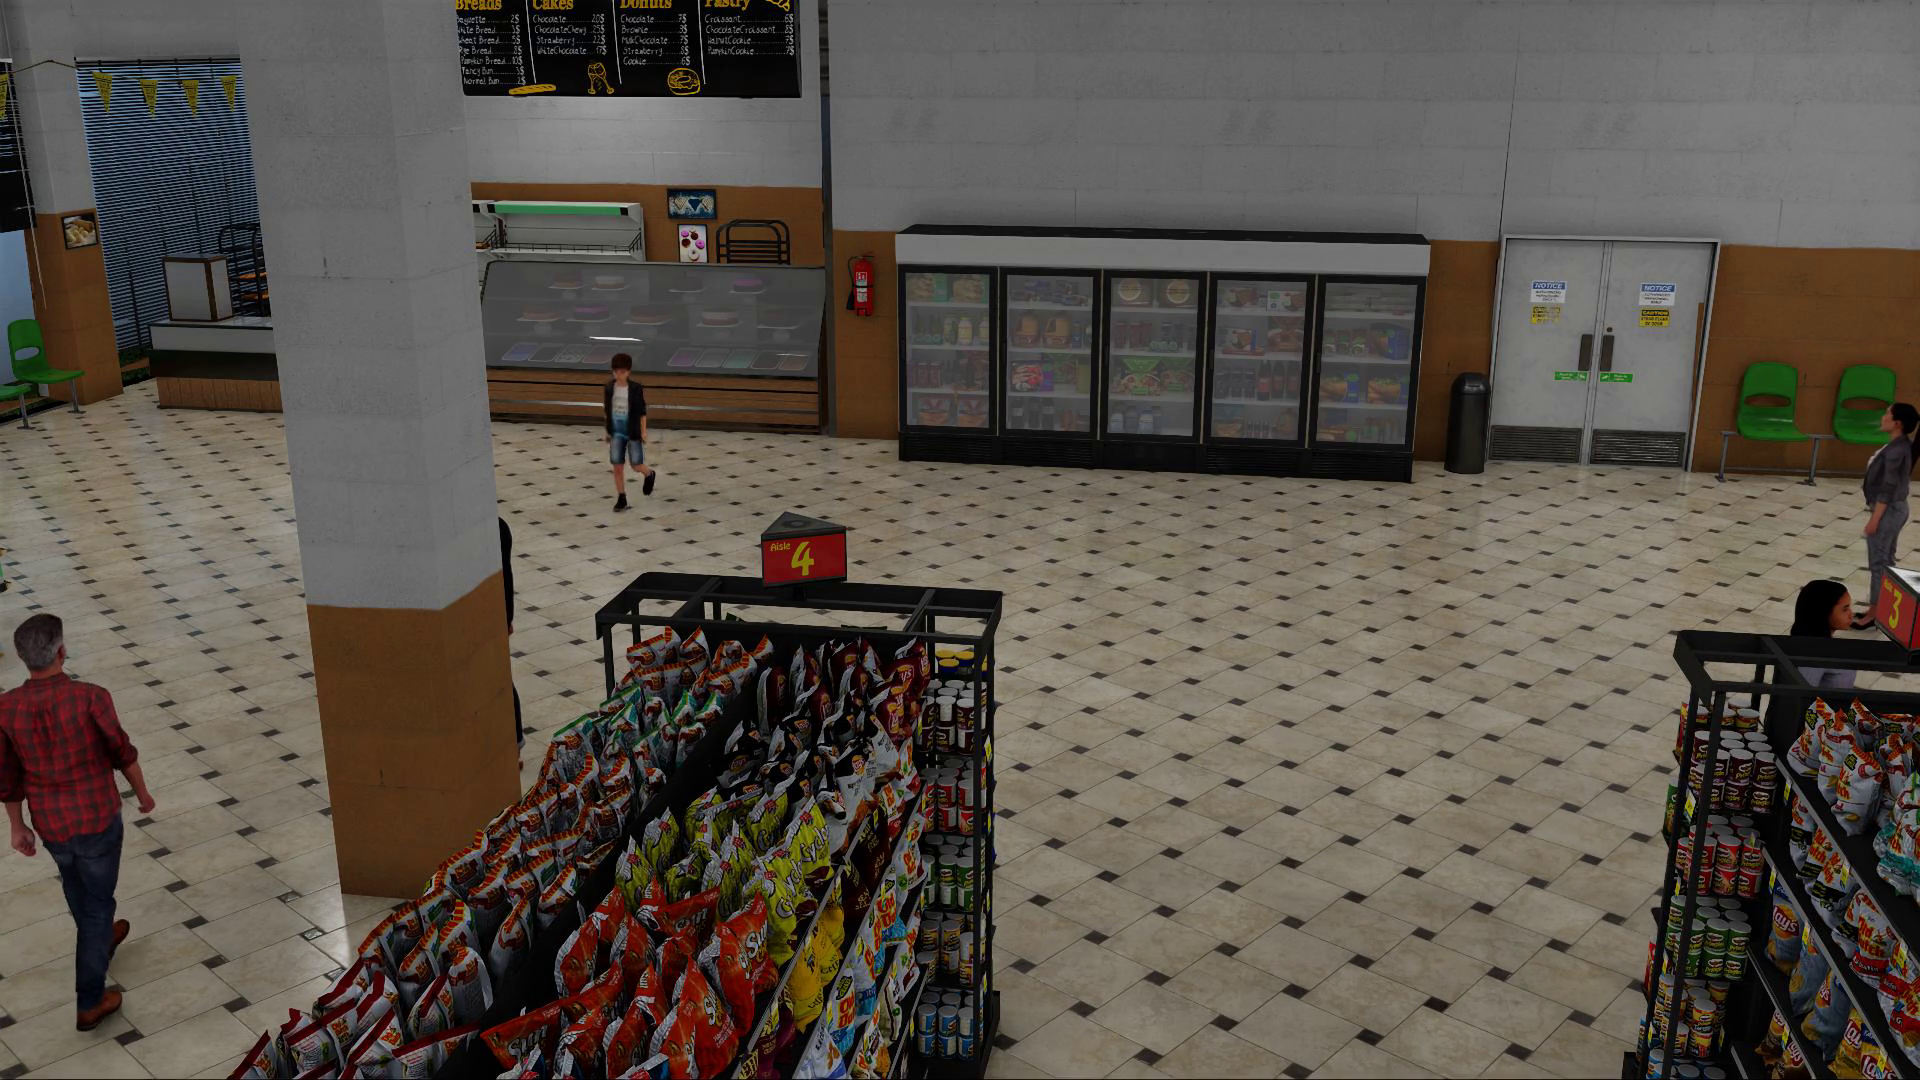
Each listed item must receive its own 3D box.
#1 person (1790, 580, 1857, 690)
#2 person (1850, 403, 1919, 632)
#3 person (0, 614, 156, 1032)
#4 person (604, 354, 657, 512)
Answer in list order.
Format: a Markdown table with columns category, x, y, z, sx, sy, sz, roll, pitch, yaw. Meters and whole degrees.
| category | x | y | z | sx | sy | sz | roll | pitch | yaw |
| --- | --- | --- | --- | --- | --- | --- | --- | --- | --- |
| person | 4.051 | 1.023 | 8.001 | 0.736 | 1.736 | 0.595 | 10 | 20 | 31 |
| person | 6.707 | -0.170 | 12.032 | 0.782 | 1.678 | 0.688 | 14 | 22 | 38 |
| person | -3.841 | 1.238 | 7.198 | 0.838 | 1.793 | 1.142 | -1 | 17 | -3 |
| person | -3.016 | -0.997 | 15.182 | 0.561 | 1.430 | 0.802 | 4 | 17 | 14 |
